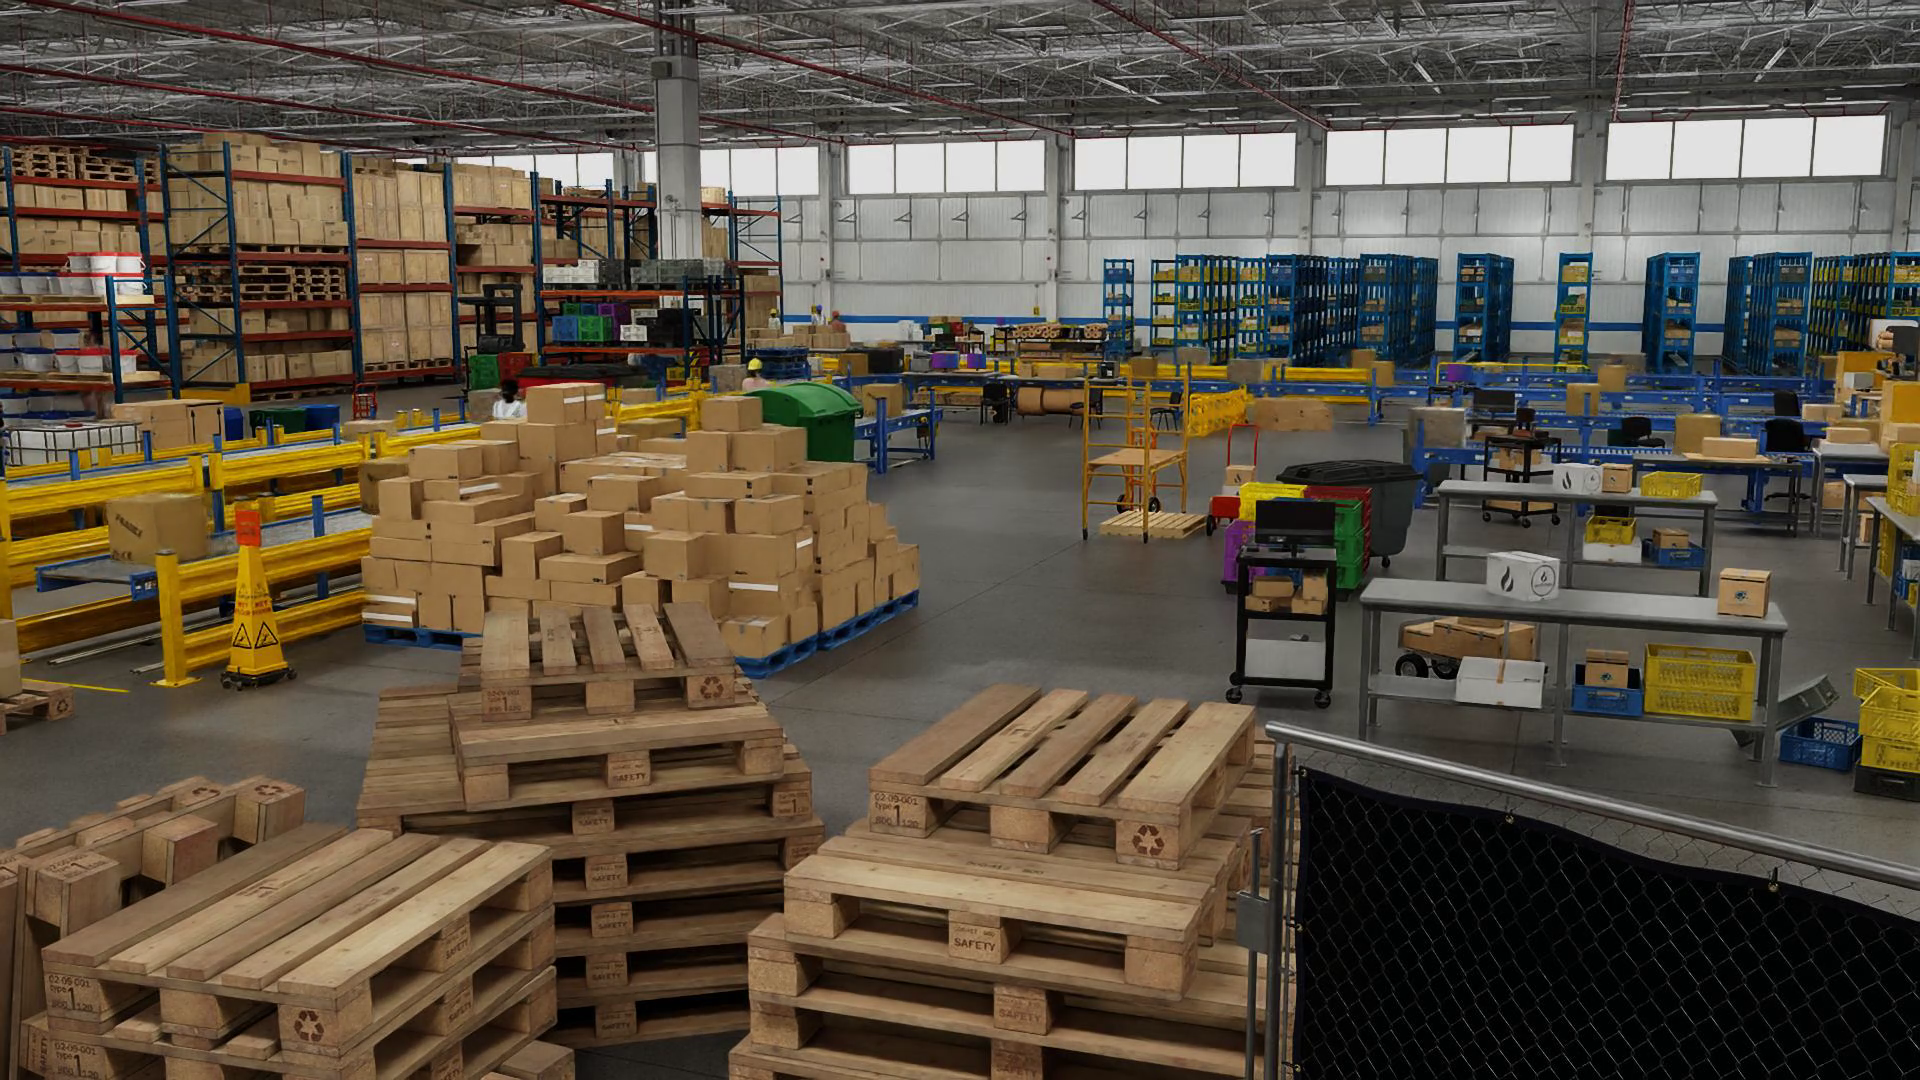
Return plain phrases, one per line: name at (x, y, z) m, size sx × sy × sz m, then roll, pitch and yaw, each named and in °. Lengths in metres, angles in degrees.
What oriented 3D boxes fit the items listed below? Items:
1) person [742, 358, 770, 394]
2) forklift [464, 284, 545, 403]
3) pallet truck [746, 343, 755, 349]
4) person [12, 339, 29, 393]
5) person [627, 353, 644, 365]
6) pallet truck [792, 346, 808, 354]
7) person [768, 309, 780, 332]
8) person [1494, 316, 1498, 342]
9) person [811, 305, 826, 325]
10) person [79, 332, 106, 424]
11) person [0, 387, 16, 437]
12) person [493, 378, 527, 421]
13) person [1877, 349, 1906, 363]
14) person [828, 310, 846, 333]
person at (-3.158, -2.005, 26.216) m, size 0.535 × 1.745 × 0.617 m, roll 6°, pitch 11°, yaw 31°
forklift at (-10.832, -4.702, 39.610) m, size 1.129 × 2.768 × 1.873 m, roll 3°, pitch 10°, yaw 20°
pallet truck at (-6.183, -4.618, 44.264) m, size 1.601 × 1.201 × 0.680 m, roll -9°, pitch 12°, yaw -43°
person at (-21.188, -3.718, 37.425) m, size 0.499 × 1.615 × 0.666 m, roll 2°, pitch 9°, yaw 14°
person at (-8.780, -5.034, 44.783) m, size 0.653 × 1.888 × 0.998 m, roll 6°, pitch 11°, yaw 34°
pallet truck at (-3.705, -4.298, 42.022) m, size 0.653 × 1.274 × 1.630 m, roll 3°, pitch 10°, yaw 20°
person at (-6.989, -7.779, 62.410) m, size 0.533 × 1.772 × 0.298 m, roll 6°, pitch 11°, yaw 32°
person at (19.205, -7.340, 59.494) m, size 0.804 × 1.813 × 0.608 m, roll 3°, pitch 9°, yaw 17°
person at (-5.149, -7.594, 60.680) m, size 0.605 × 1.951 × 0.381 m, roll -6°, pitch 11°, yaw -33°
person at (-17.653, -3.282, 33.823) m, size 0.503 × 1.891 × 0.646 m, roll 6°, pitch 11°, yaw 31°
person at (-18.022, -2.769, 31.233) m, size 0.534 × 1.686 × 0.365 m, roll -2°, pitch 9°, yaw -9°
person at (-5.981, -1.351, 22.355) m, size 0.525 × 1.670 × 0.802 m, roll 5°, pitch 10°, yaw 26°
person at (21.215, -3.910, 37.959) m, size 0.677 × 1.826 × 1.031 m, roll -1°, pitch 9°, yaw -6°
person at (-3.759, -6.063, 51.020) m, size 0.623 × 1.975 × 0.603 m, roll -4°, pitch 10°, yaw -21°
